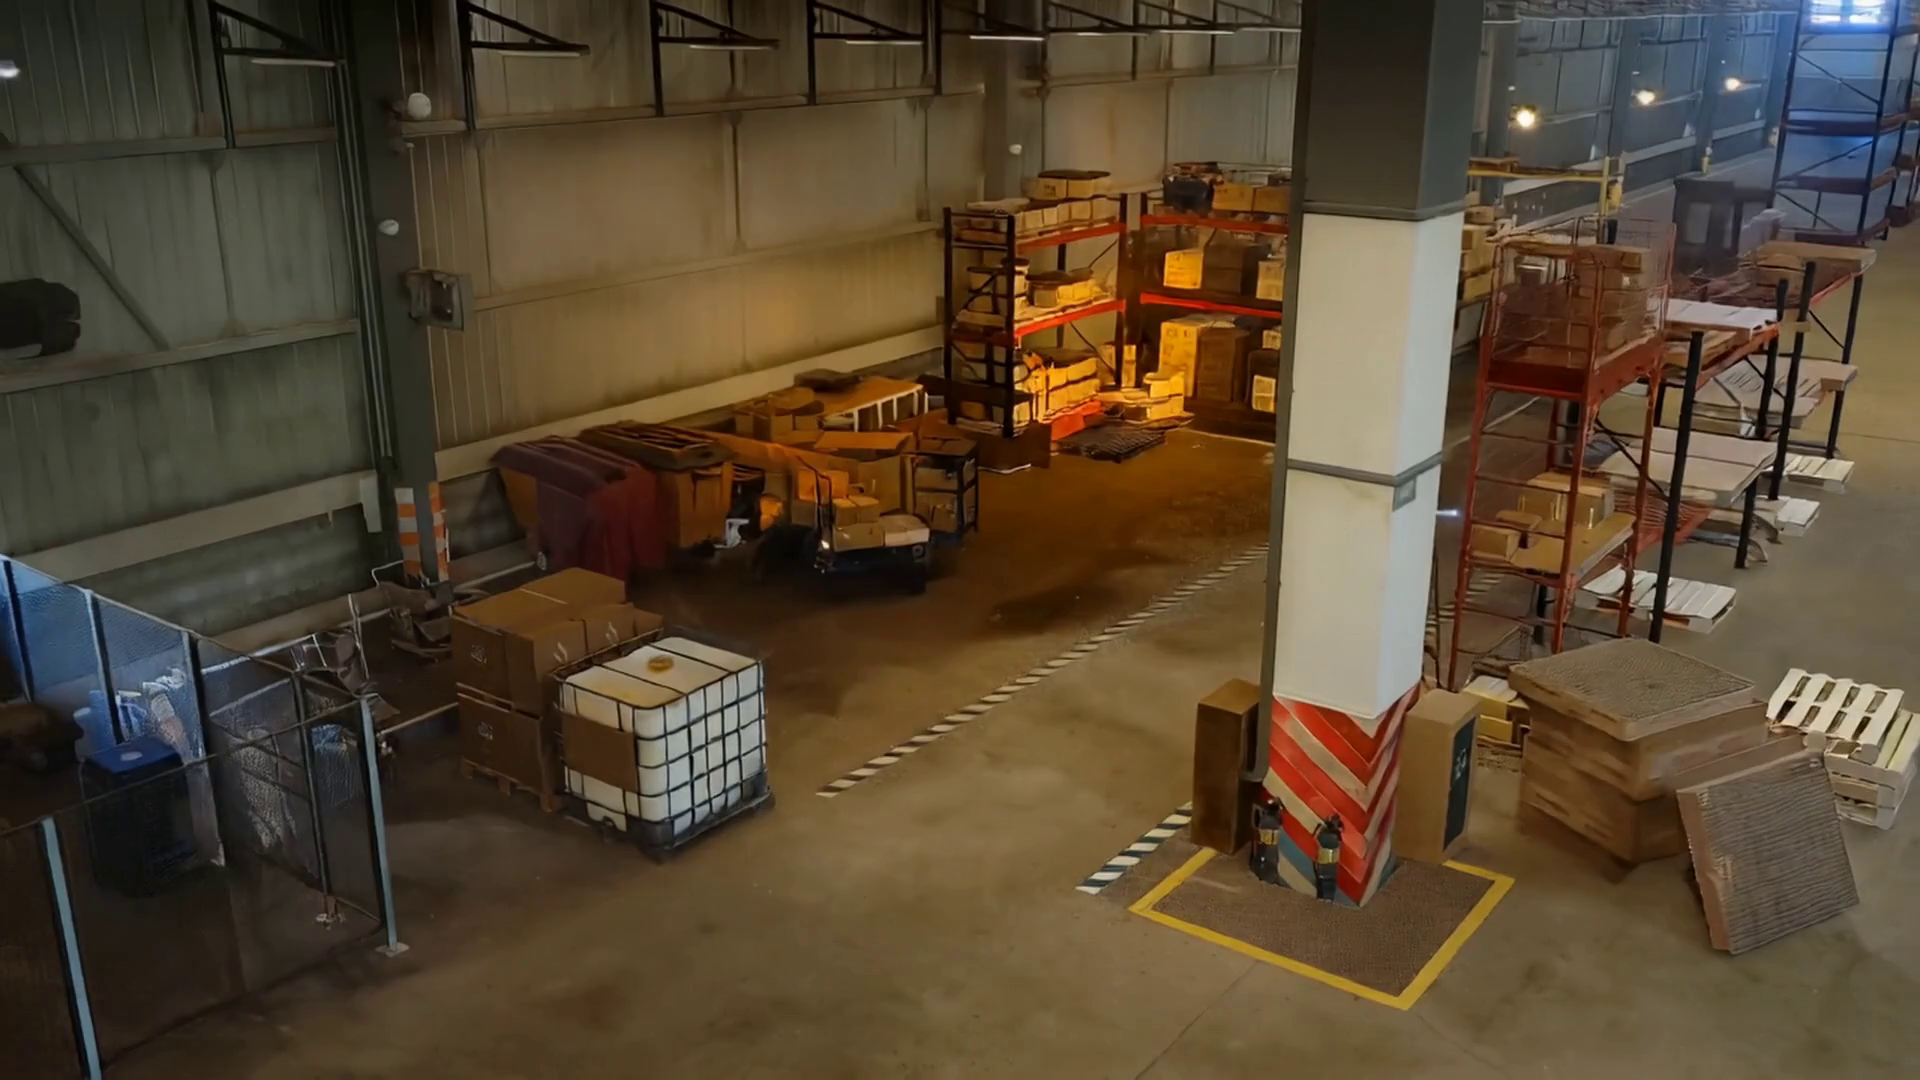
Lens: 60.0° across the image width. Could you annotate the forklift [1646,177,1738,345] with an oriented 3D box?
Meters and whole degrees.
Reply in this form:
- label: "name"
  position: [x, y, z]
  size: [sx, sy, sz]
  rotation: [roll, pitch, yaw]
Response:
- label: "forklift"
  position: [12.196, -4.594, 27.681]
  size: [1.873, 2.768, 1.129]
  rotation: [-10, 20, -27]
